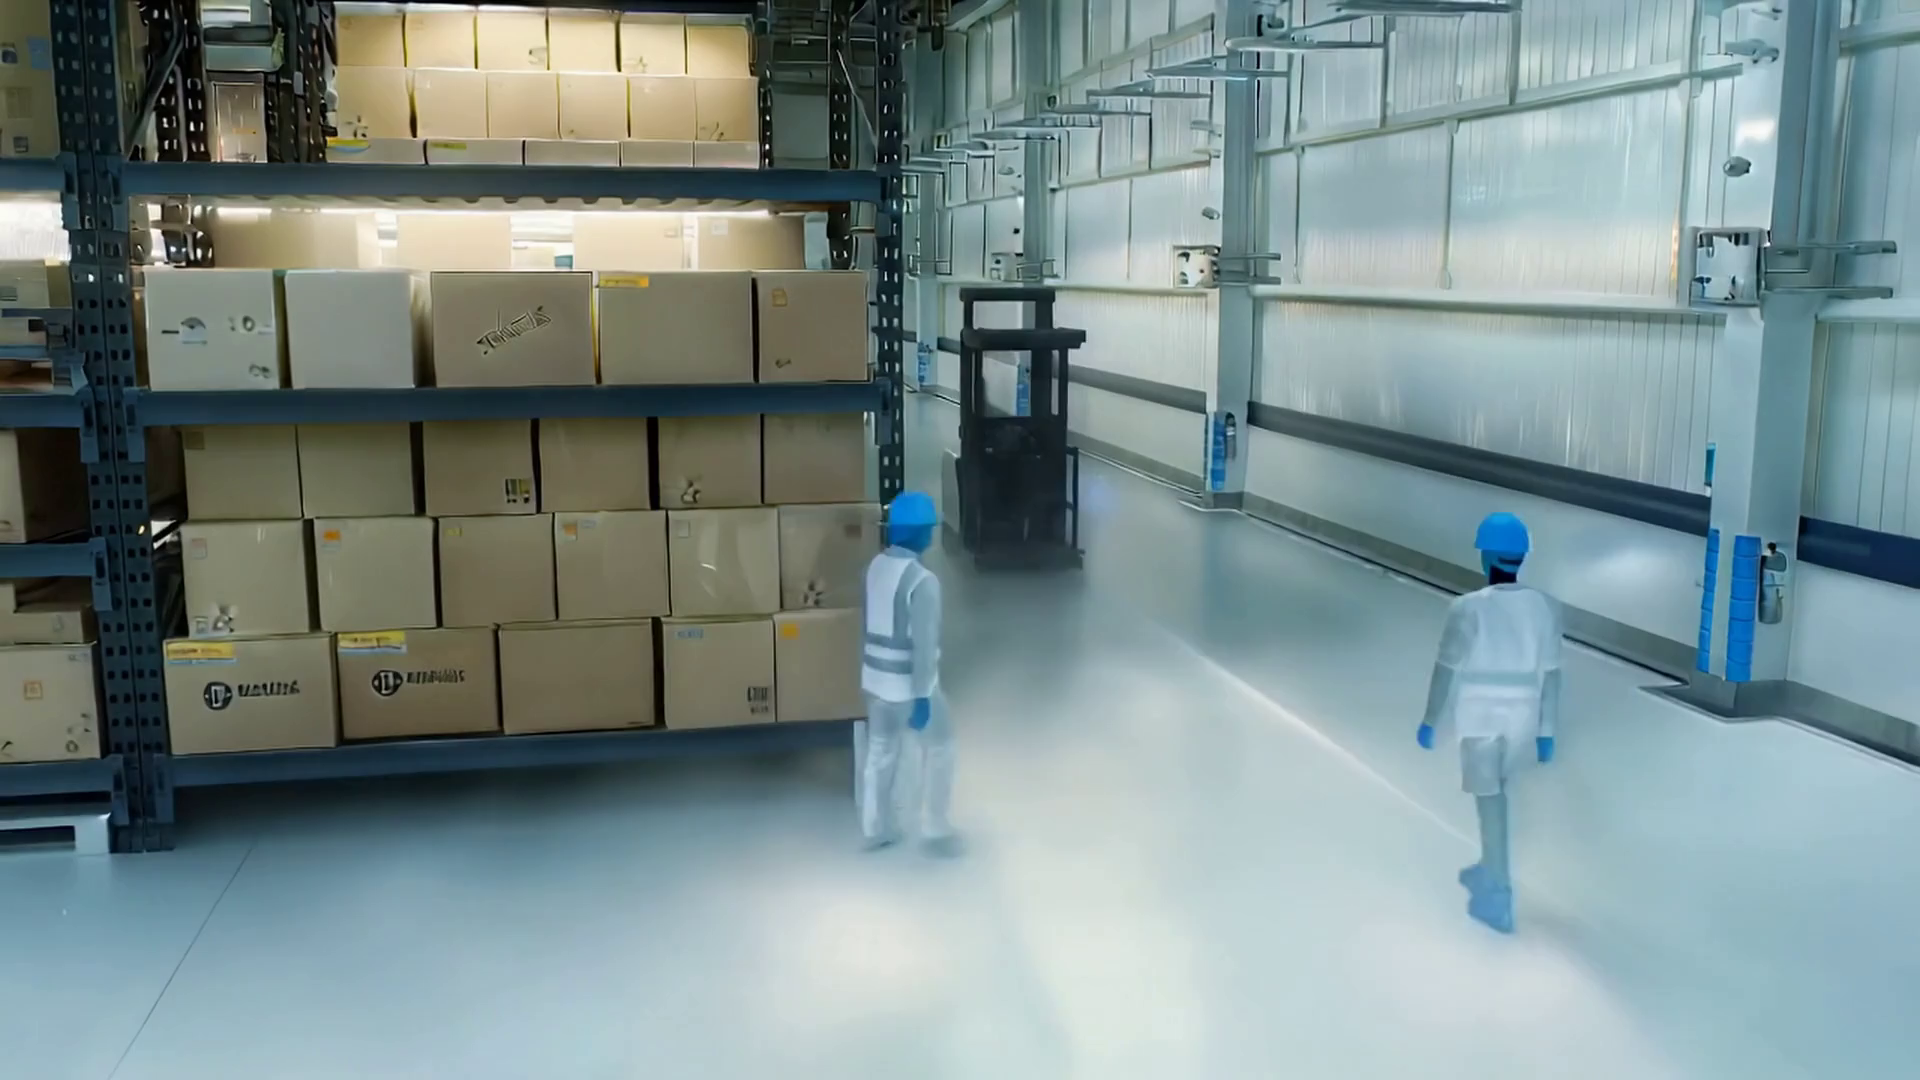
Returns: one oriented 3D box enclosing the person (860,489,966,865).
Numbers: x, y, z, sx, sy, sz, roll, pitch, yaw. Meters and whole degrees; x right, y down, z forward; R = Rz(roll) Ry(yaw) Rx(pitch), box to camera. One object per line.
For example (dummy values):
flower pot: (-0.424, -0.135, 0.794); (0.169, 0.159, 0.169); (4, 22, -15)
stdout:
person: (-0.226, 0.697, 8.456); (0.674, 1.922, 0.629); (-7, 12, -37)

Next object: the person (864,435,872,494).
person: (-1.119, -0.489, 16.288); (0.507, 1.711, 0.502); (-2, 9, -11)

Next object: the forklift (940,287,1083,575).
forklift: (0.474, -1.181, 16.999); (1.129, 2.768, 1.873); (-2, 10, -12)

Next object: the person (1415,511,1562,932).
person: (2.432, 0.814, 7.775); (0.565, 1.909, 0.759); (-3, 10, -16)
